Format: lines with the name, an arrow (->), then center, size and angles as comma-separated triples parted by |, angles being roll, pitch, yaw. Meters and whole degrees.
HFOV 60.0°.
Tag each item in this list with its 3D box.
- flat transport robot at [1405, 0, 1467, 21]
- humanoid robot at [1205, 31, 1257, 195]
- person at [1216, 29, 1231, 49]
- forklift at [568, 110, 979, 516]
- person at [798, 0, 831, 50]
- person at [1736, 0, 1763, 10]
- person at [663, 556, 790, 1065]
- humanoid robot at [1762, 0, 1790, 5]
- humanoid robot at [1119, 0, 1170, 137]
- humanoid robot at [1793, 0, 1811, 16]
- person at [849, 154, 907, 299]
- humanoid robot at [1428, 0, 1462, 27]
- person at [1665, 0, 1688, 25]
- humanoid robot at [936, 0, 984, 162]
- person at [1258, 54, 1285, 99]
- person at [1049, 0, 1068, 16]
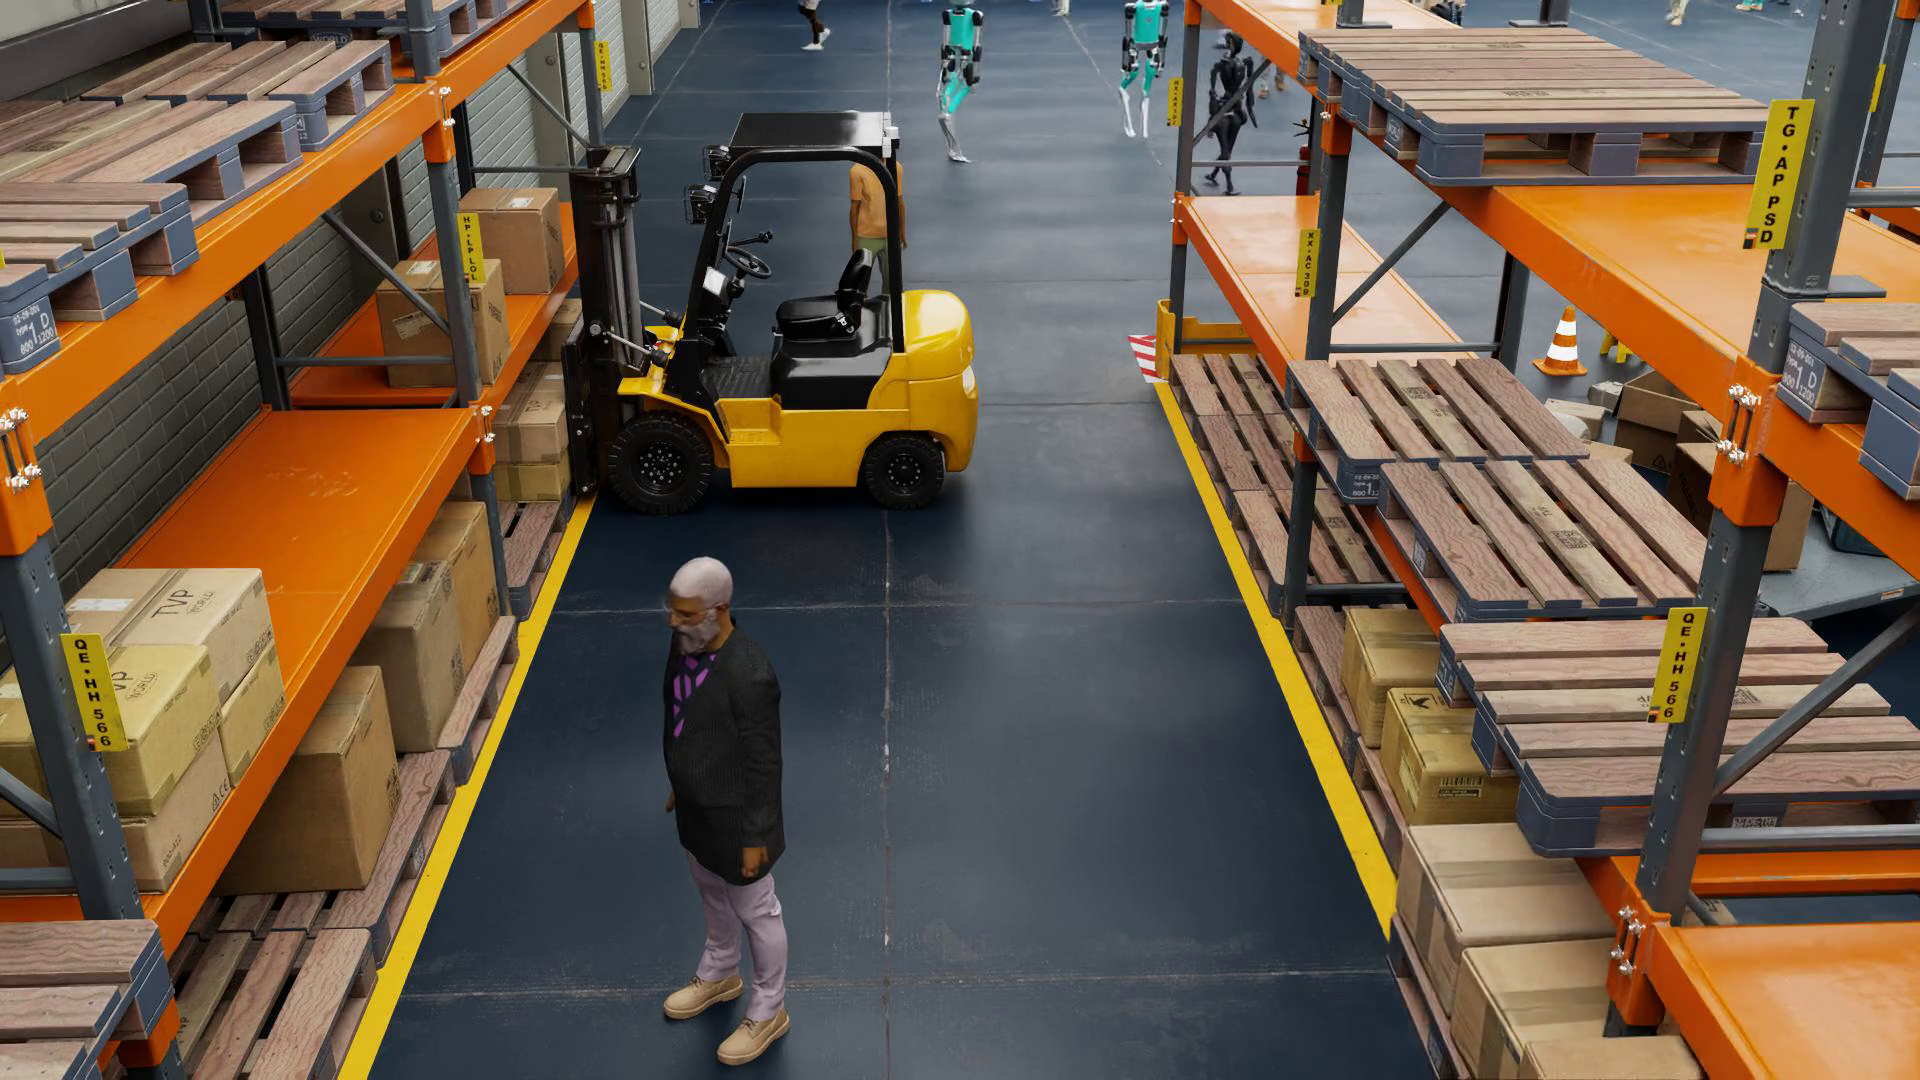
flat transport robot -> 7.446, -8.391, 27.073 | 0.659, 0.231, 1.431 | 16, 30, 31
humanoid robot -> 2.753, -4.360, 16.949 | 0.592, 1.634, 0.764 | -11, 27, -22
person -> 4.376, -8.336, 25.168 | 0.955, 1.793, 0.575 | 0, 25, 0
forklift -> -1.043, -1.379, 9.976 | 2.313, 2.155, 1.214 | -1, 25, -2
person -> -2.272, -8.372, 25.151 | 0.444, 1.881, 0.534 | -2, 25, -5
person -> 14.046, -10.287, 29.168 | 0.487, 1.912, 0.382 | -6, 26, -13
person -> -0.788, 0.889, 5.563 | 0.406, 1.856, 0.528 | -21, 32, -37
humanoid robot -> 14.771, -10.446, 29.771 | 0.588, 1.644, 0.425 | -17, 30, -31
humanoid robot -> 2.073, -5.545, 19.381 | 0.541, 1.829, 0.750 | -6, 26, -13
humanoid robot -> 14.489, -9.810, 28.374 | 0.541, 1.776, 0.769 | 3, 25, 6
person -> -0.599, -2.252, 12.389 | 0.438, 1.710, 0.390 | -12, 28, -23
humanoid robot -> 5.884, -5.959, 20.284 | 0.612, 1.636, 0.406 | -14, 29, -27
person -> 12.025, -9.505, 27.558 | 0.519, 1.880, 0.462 | 17, 30, 32
humanoid robot -> -0.106, -5.066, 18.312 | 0.628, 1.776, 0.815 | 19, 31, 34
person -> 4.119, -6.750, 21.688 | 0.645, 1.896, 0.675 | 8, 26, 17
person -> 1.713, -9.848, 28.466 | 0.368, 1.717, 0.597 | -3, 25, -6
